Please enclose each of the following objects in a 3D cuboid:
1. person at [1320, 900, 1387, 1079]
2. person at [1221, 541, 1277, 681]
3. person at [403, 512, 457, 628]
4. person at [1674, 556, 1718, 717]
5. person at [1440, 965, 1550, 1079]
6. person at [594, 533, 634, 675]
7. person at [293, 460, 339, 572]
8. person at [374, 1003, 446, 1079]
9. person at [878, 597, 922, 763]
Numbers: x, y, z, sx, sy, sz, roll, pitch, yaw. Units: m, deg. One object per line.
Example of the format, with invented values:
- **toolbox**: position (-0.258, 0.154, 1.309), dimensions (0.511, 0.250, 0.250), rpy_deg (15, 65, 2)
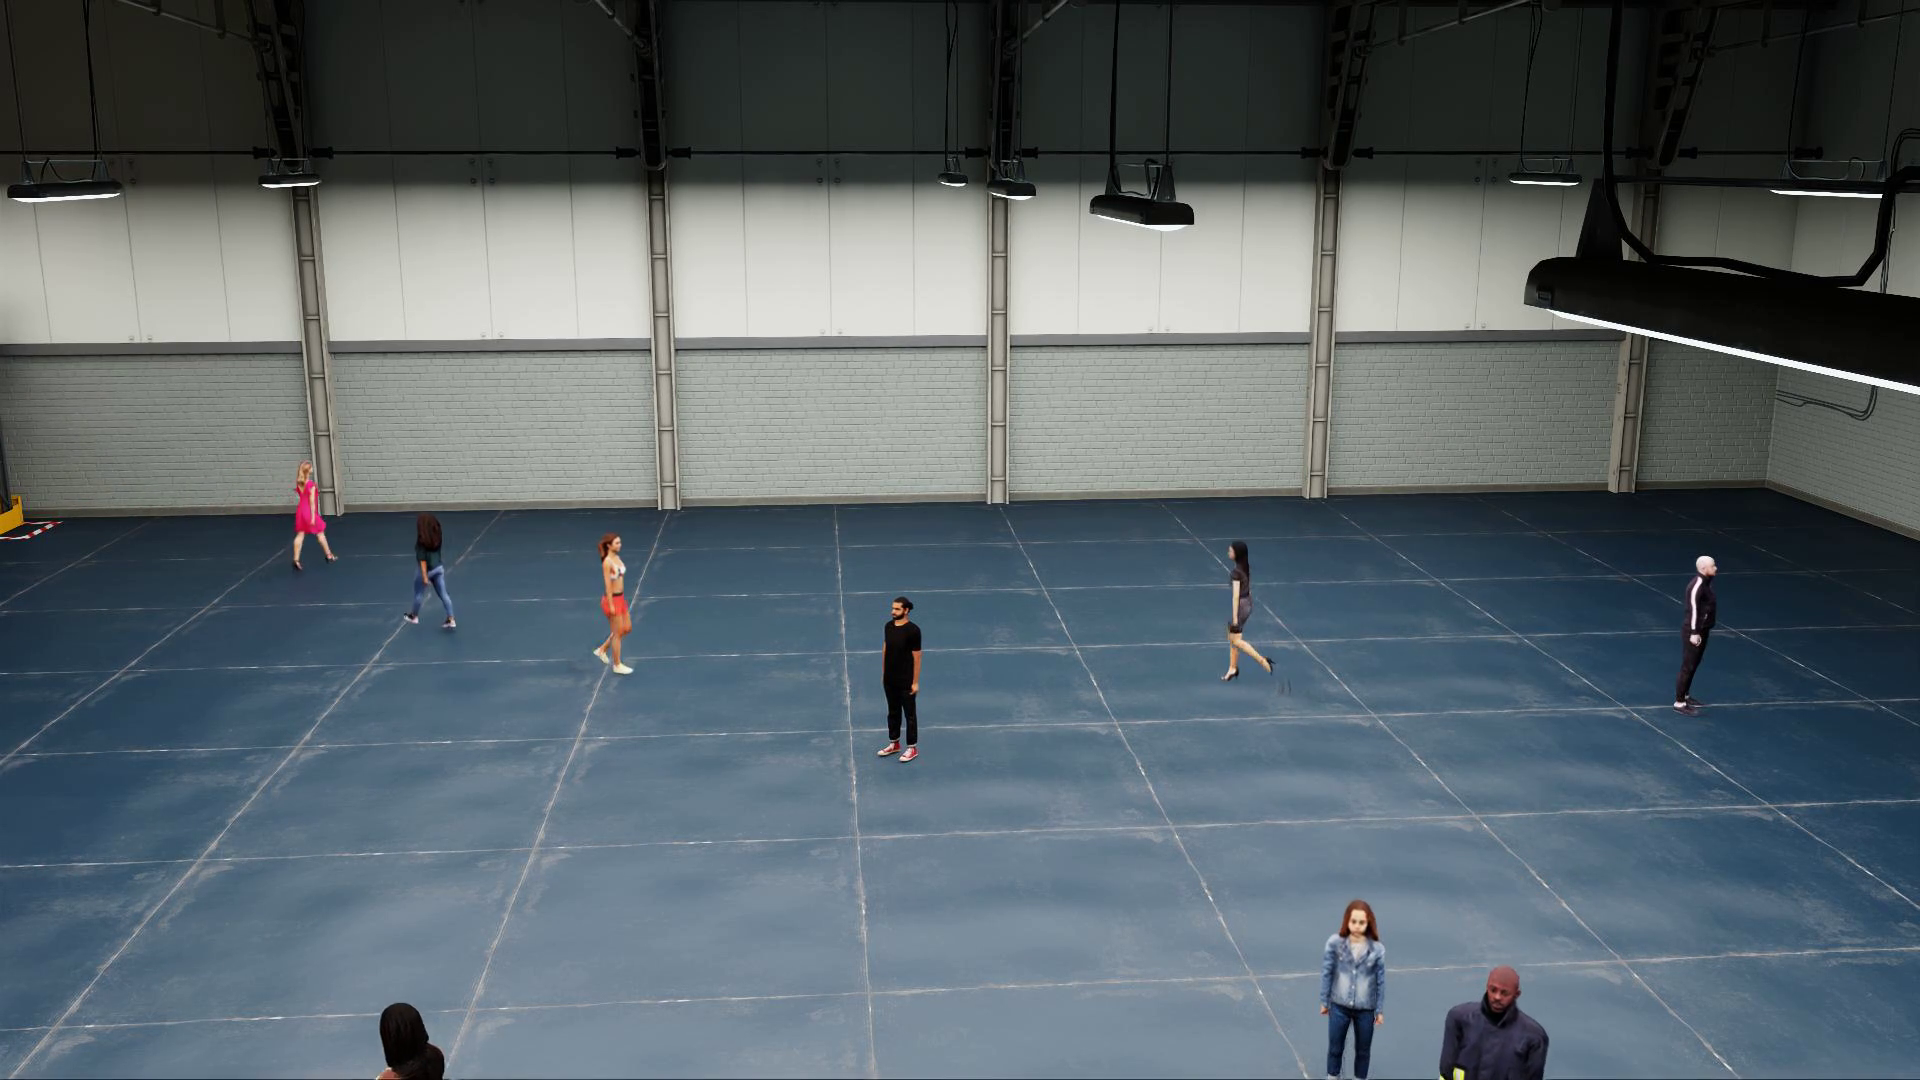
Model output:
- **person**: position (2.623, 3.097, 11.105), dimensions (0.540, 1.476, 0.687), rpy_deg (3, 13, 14)
- **person**: position (3.444, 0.907, 19.924), dimensions (1.065, 1.765, 0.927), rpy_deg (7, 15, 28)
- **person**: position (-7.054, 0.443, 22.360), dimensions (1.170, 1.569, 1.007), rpy_deg (7, 15, 29)
- **person**: position (8.432, 1.067, 19.077), dimensions (0.796, 1.834, 0.771), rpy_deg (8, 15, 31)
- **person**: position (3.077, 3.260, 9.654), dimensions (1.000, 1.814, 1.047), rpy_deg (8, 15, 31)
- **person**: position (-4.323, 0.780, 20.443), dimensions (0.816, 1.779, 0.700), rpy_deg (2, 13, 10)
- **person**: position (-10.086, -0.347, 25.517), dimensions (1.050, 1.685, 1.016), rpy_deg (7, 15, 29)
- **person**: position (-2.934, 3.393, 9.117), dimensions (0.811, 1.797, 0.771), rpy_deg (7, 15, 27)
- **person**: position (-0.620, 1.449, 17.597), dimensions (0.716, 1.758, 0.786), rpy_deg (10, 16, 36)
